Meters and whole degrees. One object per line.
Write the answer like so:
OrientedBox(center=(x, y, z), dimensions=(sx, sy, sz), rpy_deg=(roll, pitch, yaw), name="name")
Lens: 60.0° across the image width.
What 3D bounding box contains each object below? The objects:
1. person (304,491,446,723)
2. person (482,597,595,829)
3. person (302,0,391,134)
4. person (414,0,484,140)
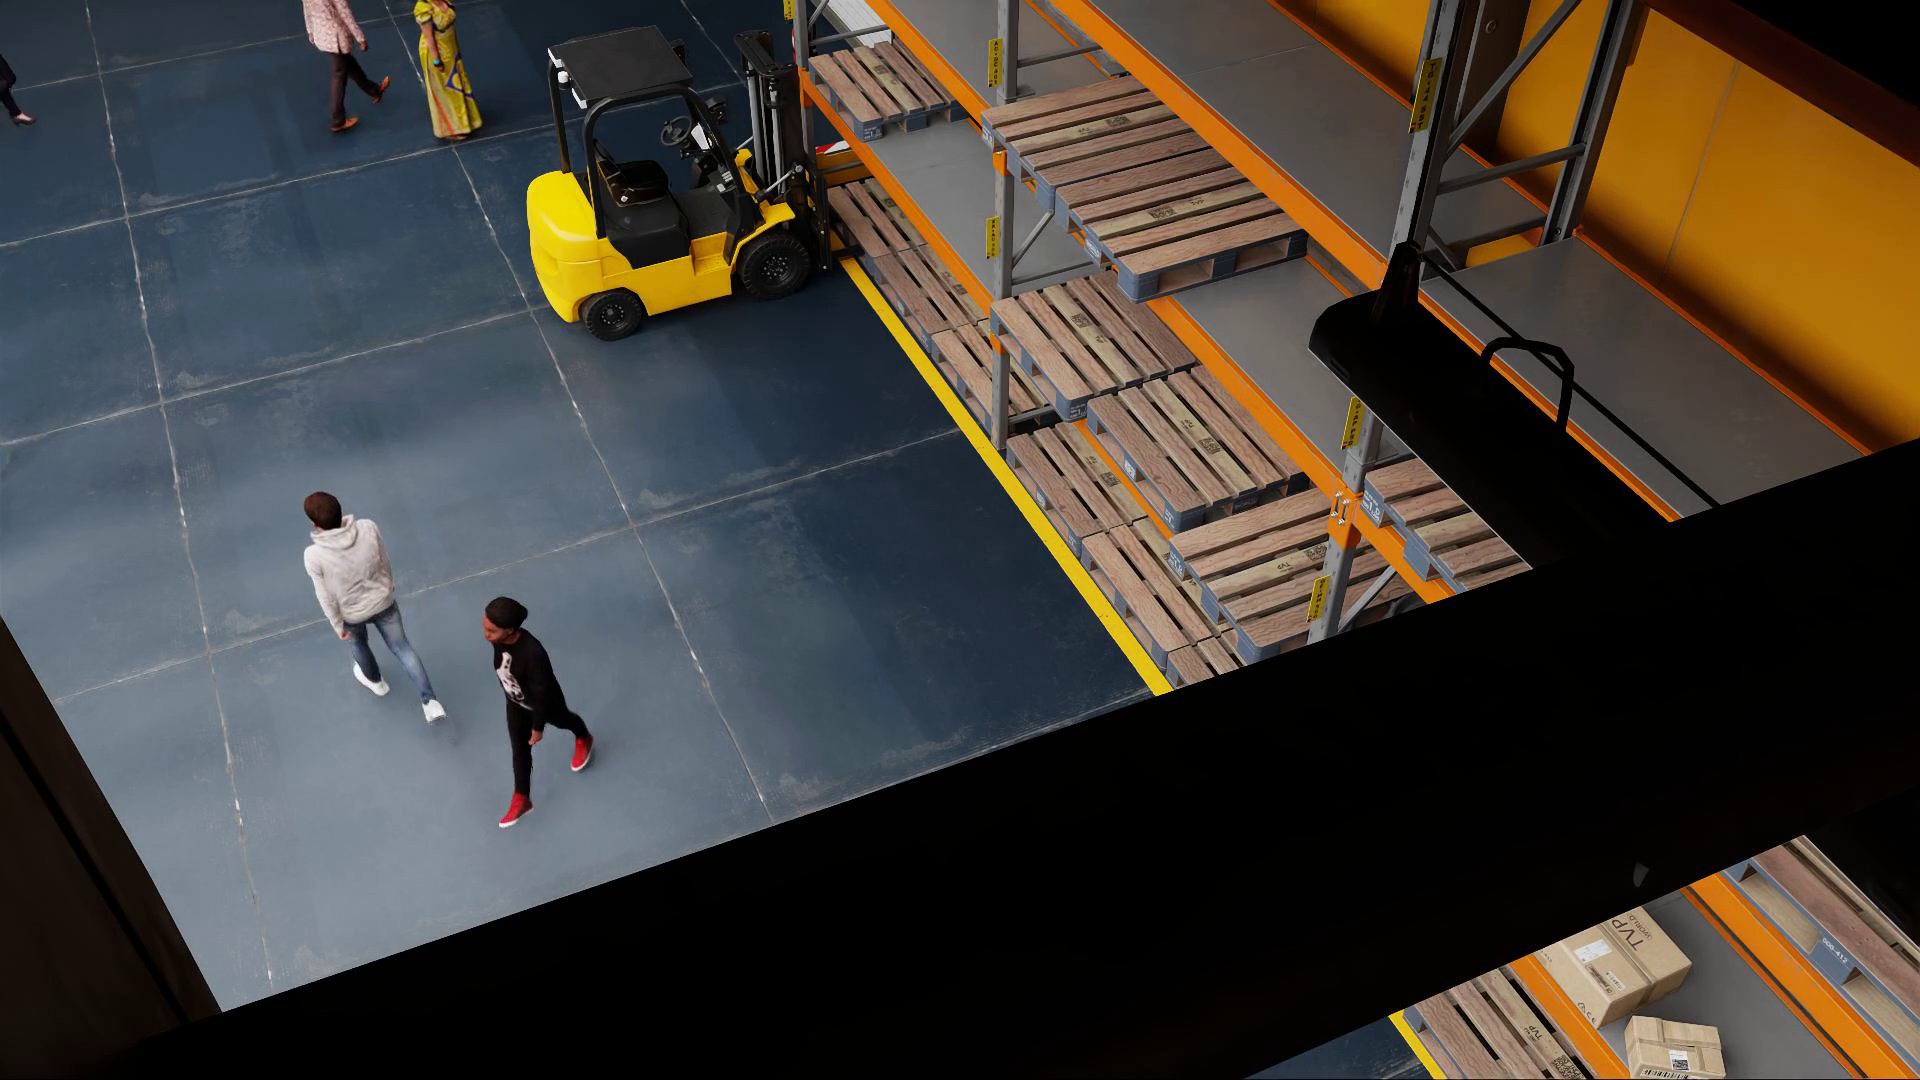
OrientedBox(center=(-3.660, 0.456, 10.387), dimensions=(0.904, 1.823, 1.257), rpy_deg=(-32, 52, -29), name="person")
OrientedBox(center=(-2.514, 0.909, 10.053), dimensions=(1.100, 1.627, 1.109), rpy_deg=(17, 46, 17), name="person")
OrientedBox(center=(-6.038, -4.750, 15.894), dimensions=(1.205, 1.764, 1.141), rpy_deg=(26, 49, 24), name="person")
OrientedBox(center=(-4.948, -4.651, 15.868), dimensions=(1.067, 1.656, 0.952), rpy_deg=(5, 44, 6), name="person")
